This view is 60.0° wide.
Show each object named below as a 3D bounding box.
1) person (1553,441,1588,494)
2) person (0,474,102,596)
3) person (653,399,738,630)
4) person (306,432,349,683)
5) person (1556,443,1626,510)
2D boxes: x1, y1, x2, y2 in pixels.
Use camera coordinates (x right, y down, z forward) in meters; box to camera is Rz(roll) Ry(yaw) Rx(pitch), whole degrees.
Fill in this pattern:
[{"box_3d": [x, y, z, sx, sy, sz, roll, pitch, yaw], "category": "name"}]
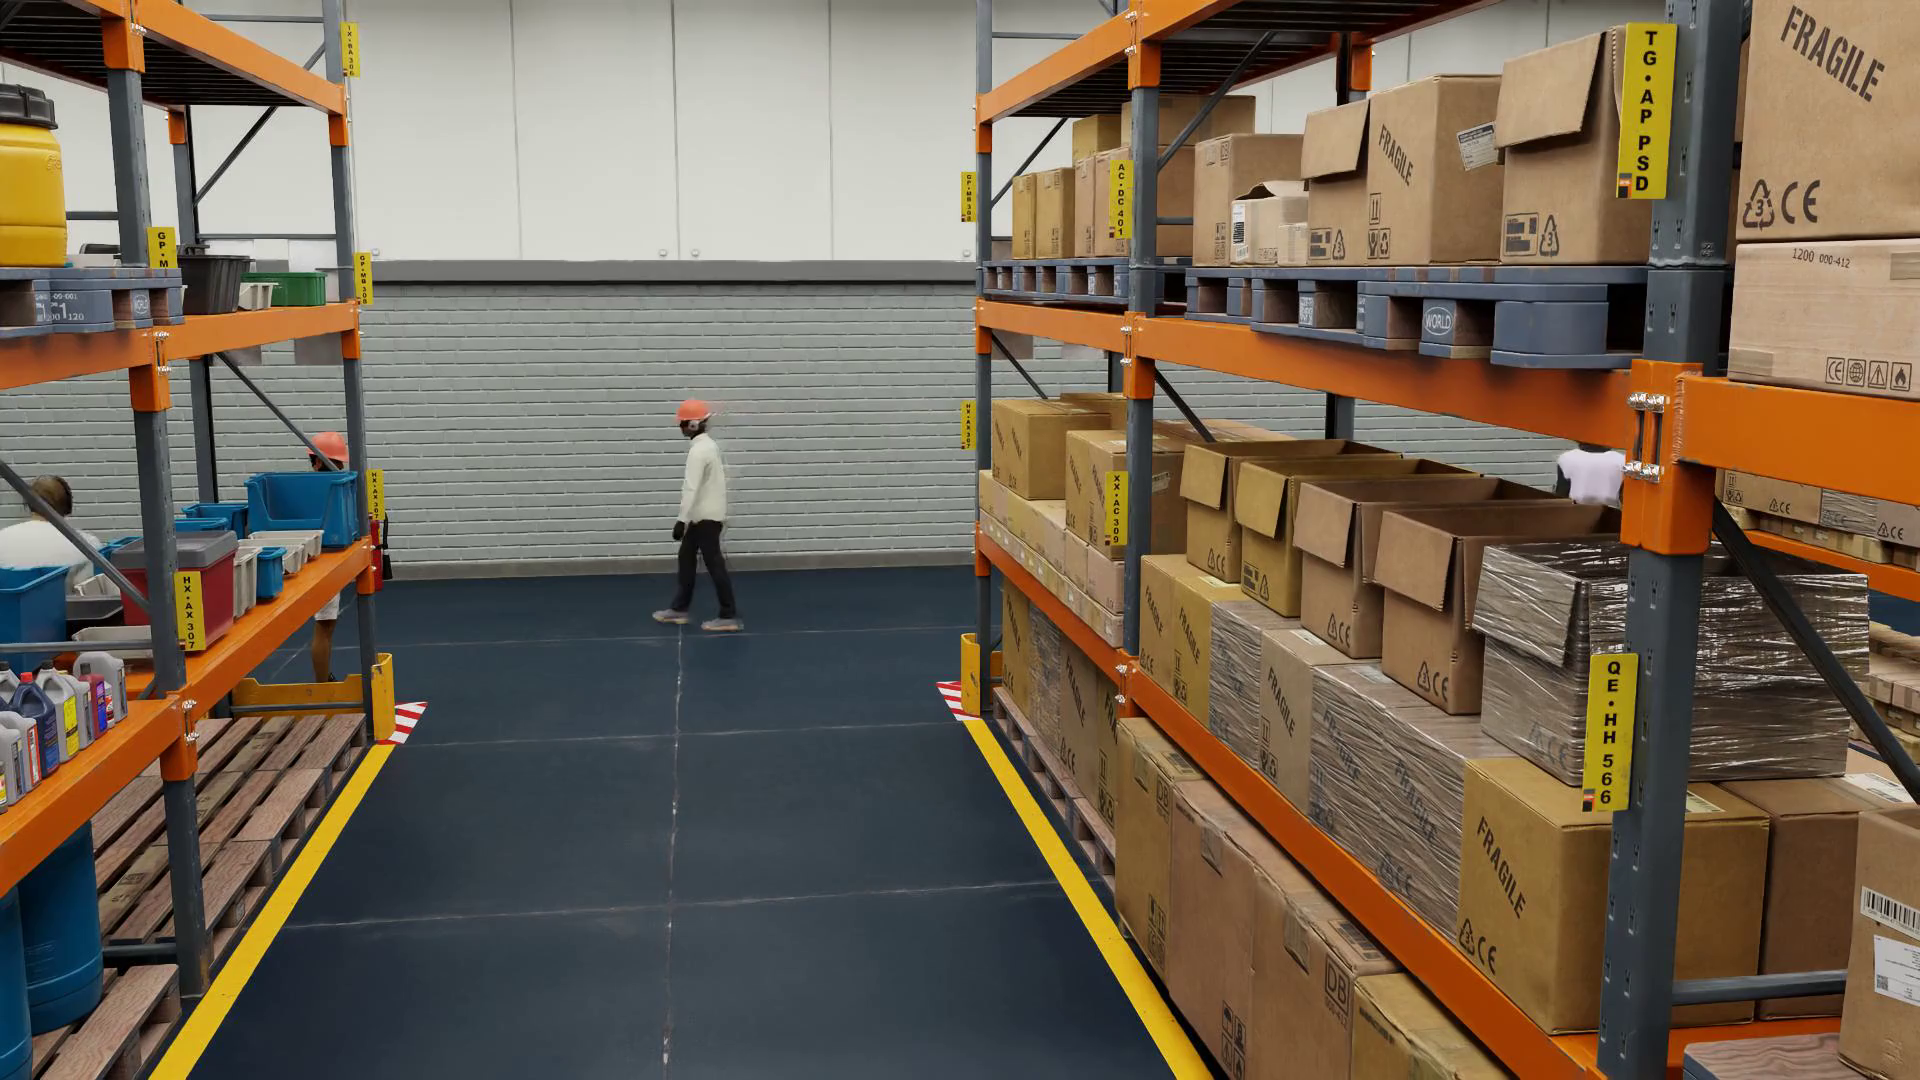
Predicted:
[{"box_3d": [5.024, -0.112, 13.808, 0.699, 1.844, 0.538, -4, 10, -21], "category": "person"}, {"box_3d": [-5.163, 0.575, 9.428, 0.626, 1.902, 0.987, -2, 9, -9], "category": "person"}, {"box_3d": [-2.285, -0.200, 14.003, 0.891, 1.957, 0.620, 0, 9, -1], "category": "person"}, {"box_3d": [-4.368, 0.212, 11.539, 0.374, 1.928, 0.542, -3, 10, -15], "category": "person"}, {"box_3d": [5.180, -0.101, 13.642, 0.618, 1.873, 0.923, 3, 10, 16], "category": "person"}]
